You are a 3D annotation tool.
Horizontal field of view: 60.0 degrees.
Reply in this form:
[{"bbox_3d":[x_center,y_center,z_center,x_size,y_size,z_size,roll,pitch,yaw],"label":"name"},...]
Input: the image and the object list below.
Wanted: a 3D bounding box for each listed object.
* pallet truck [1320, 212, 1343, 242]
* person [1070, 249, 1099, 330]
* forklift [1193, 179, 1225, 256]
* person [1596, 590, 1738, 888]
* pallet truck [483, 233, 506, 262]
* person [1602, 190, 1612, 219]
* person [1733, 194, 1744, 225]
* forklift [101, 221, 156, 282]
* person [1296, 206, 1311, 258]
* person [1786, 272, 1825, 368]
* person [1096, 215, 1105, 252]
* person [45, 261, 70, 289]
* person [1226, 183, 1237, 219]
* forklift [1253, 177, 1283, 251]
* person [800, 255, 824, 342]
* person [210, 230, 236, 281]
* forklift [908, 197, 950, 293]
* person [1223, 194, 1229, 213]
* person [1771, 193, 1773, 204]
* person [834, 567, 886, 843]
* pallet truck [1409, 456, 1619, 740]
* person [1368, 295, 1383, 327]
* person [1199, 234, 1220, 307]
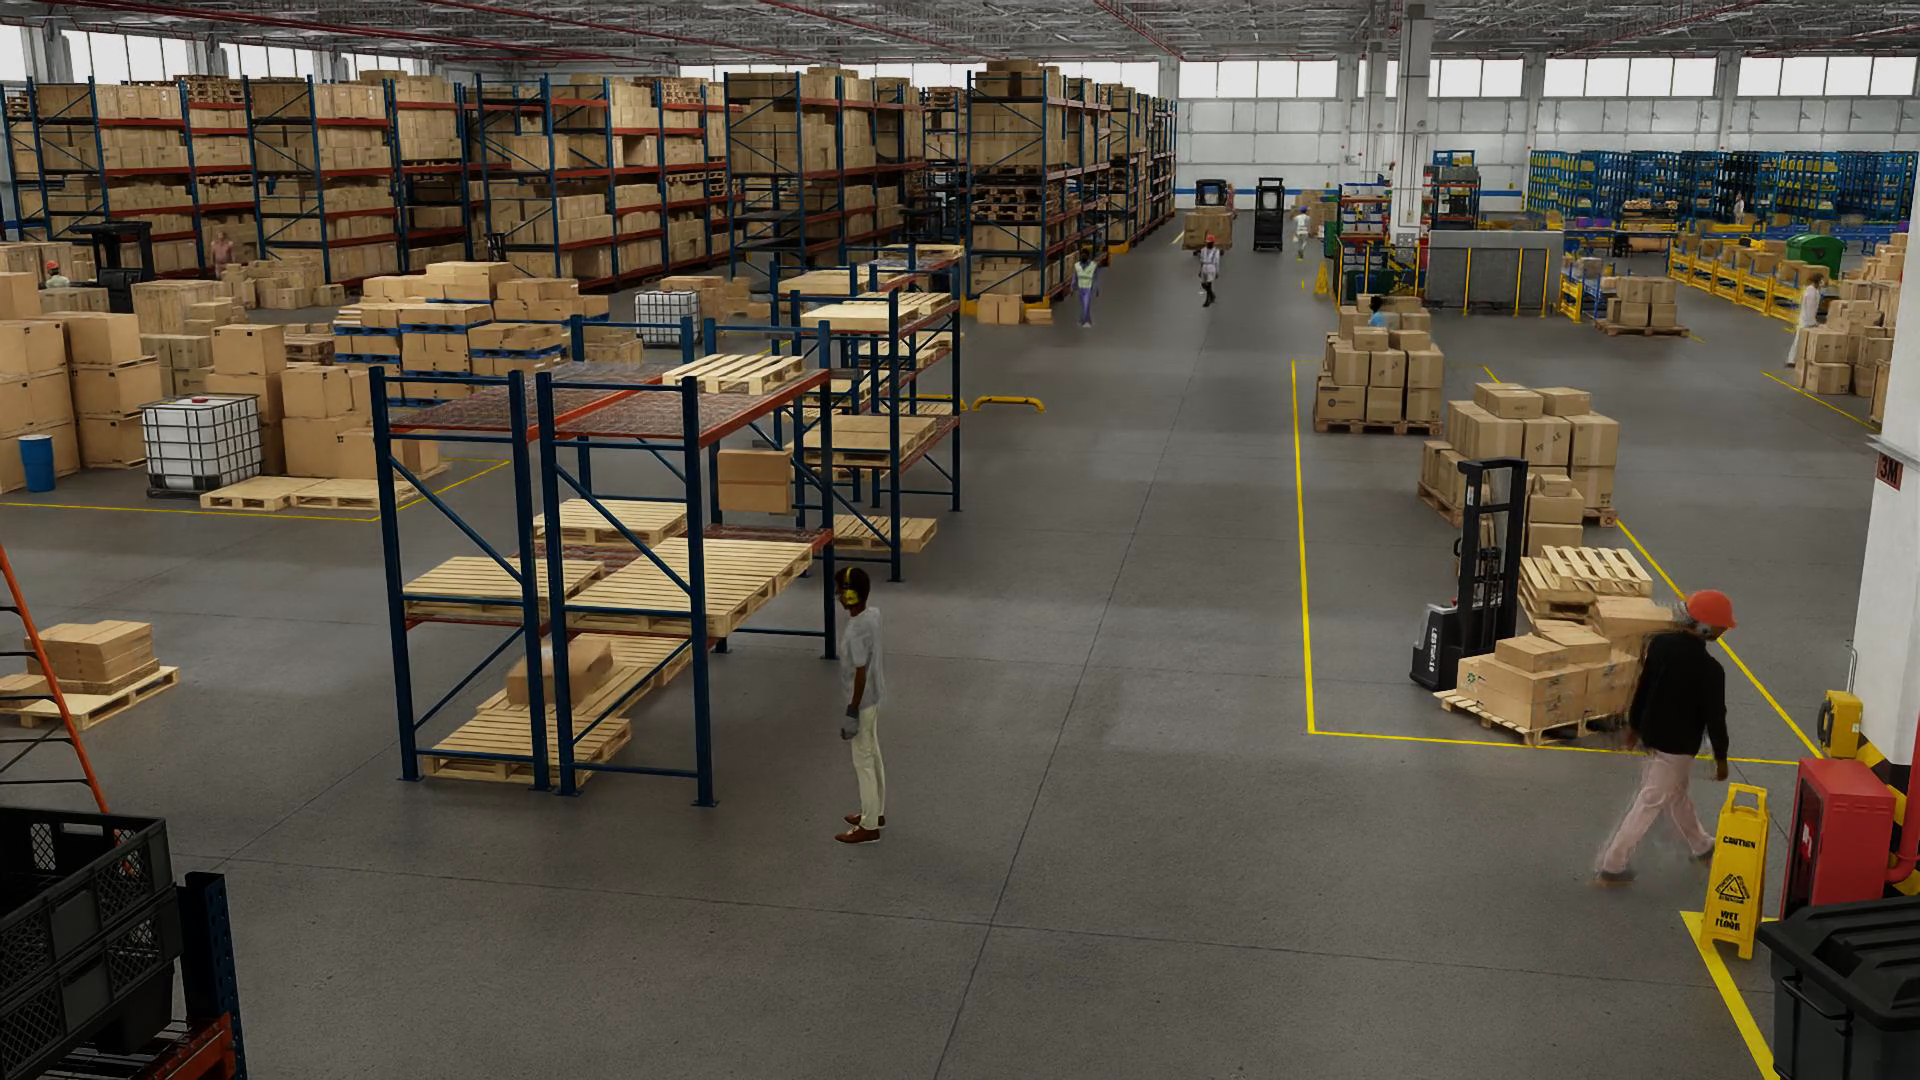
[{"bbox_3d":[15.874,-13.227,70.310,0.680,1.201,1.601,10,17,35],"label":"pallet truck"},{"bbox_3d":[2.924,-5.927,39.355,0.620,1.860,1.014,8,16,28],"label":"person"},{"bbox_3d":[9.439,-12.174,62.630,1.129,2.768,1.873,3,14,10],"label":"forklift"},{"bbox_3d":[4.453,1.223,10.196,1.060,1.924,0.632,-3,14,-11],"label":"person"},{"bbox_3d":[-11.832,-7.026,43.548,1.885,1.965,0.823,8,16,28],"label":"pallet truck"},{"bbox_3d":[31.369,-16.004,80.416,0.958,1.805,0.582,-2,14,-7],"label":"person"},{"bbox_3d":[33.954,-14.143,72.625,0.406,1.911,0.636,3,14,11],"label":"person"},{"bbox_3d":[-16.772,-5.071,33.793,1.129,2.768,1.873,3,14,10],"label":"forklift"},{"bbox_3d":[12.559,-11.291,61.028,0.607,1.927,0.583,10,17,35],"label":"person"},{"bbox_3d":[16.780,-4.279,32.573,0.943,1.901,0.658,8,16,28],"label":"person"},{"bbox_3d":[5.073,-10.690,59.079,0.641,1.676,0.541,-4,14,-15],"label":"person"},{"bbox_3d":[-18.658,-4.783,34.463,0.393,1.986,0.609,3,14,11],"label":"person"},{"bbox_3d":[14.332,-17.949,88.161,0.638,1.881,0.815,-10,17,-34],"label":"person"},{"bbox_3d":[12.083,-12.747,64.956,1.129,2.768,1.873,3,14,10],"label":"forklift"},{"bbox_3d":[-3.288,-5.346,36.903,1.018,1.917,0.626,8,16,31],"label":"person"},{"bbox_3d":[-20.627,-7.713,46.572,0.673,1.877,0.732,-3,14,-11],"label":"person"},{"bbox_3d":[-0.945,-8.108,46.124,1.129,2.768,1.873,3,14,10],"label":"forklift"},{"bbox_3d":[11.952,-14.843,75.751,0.966,1.783,0.593,5,15,20],"label":"person"},{"bbox_3d":[43.003,-18.010,88.495,0.501,1.818,0.627,0,14,2],"label":"person"},{"bbox_3d":[-0.661,1.081,10.918,0.326,1.861,0.519,3,14,11],"label":"person"},{"bbox_3d":[4.504,0.400,13.395,0.823,1.965,1.885,-6,15,-23],"label":"pallet truck"},{"bbox_3d":[7.678,-3.651,30.475,0.603,1.682,0.539,3,14,11],"label":"person"},{"bbox_3d":[6.690,-7.214,44.465,0.551,1.920,0.648,10,17,35],"label":"person"}]
